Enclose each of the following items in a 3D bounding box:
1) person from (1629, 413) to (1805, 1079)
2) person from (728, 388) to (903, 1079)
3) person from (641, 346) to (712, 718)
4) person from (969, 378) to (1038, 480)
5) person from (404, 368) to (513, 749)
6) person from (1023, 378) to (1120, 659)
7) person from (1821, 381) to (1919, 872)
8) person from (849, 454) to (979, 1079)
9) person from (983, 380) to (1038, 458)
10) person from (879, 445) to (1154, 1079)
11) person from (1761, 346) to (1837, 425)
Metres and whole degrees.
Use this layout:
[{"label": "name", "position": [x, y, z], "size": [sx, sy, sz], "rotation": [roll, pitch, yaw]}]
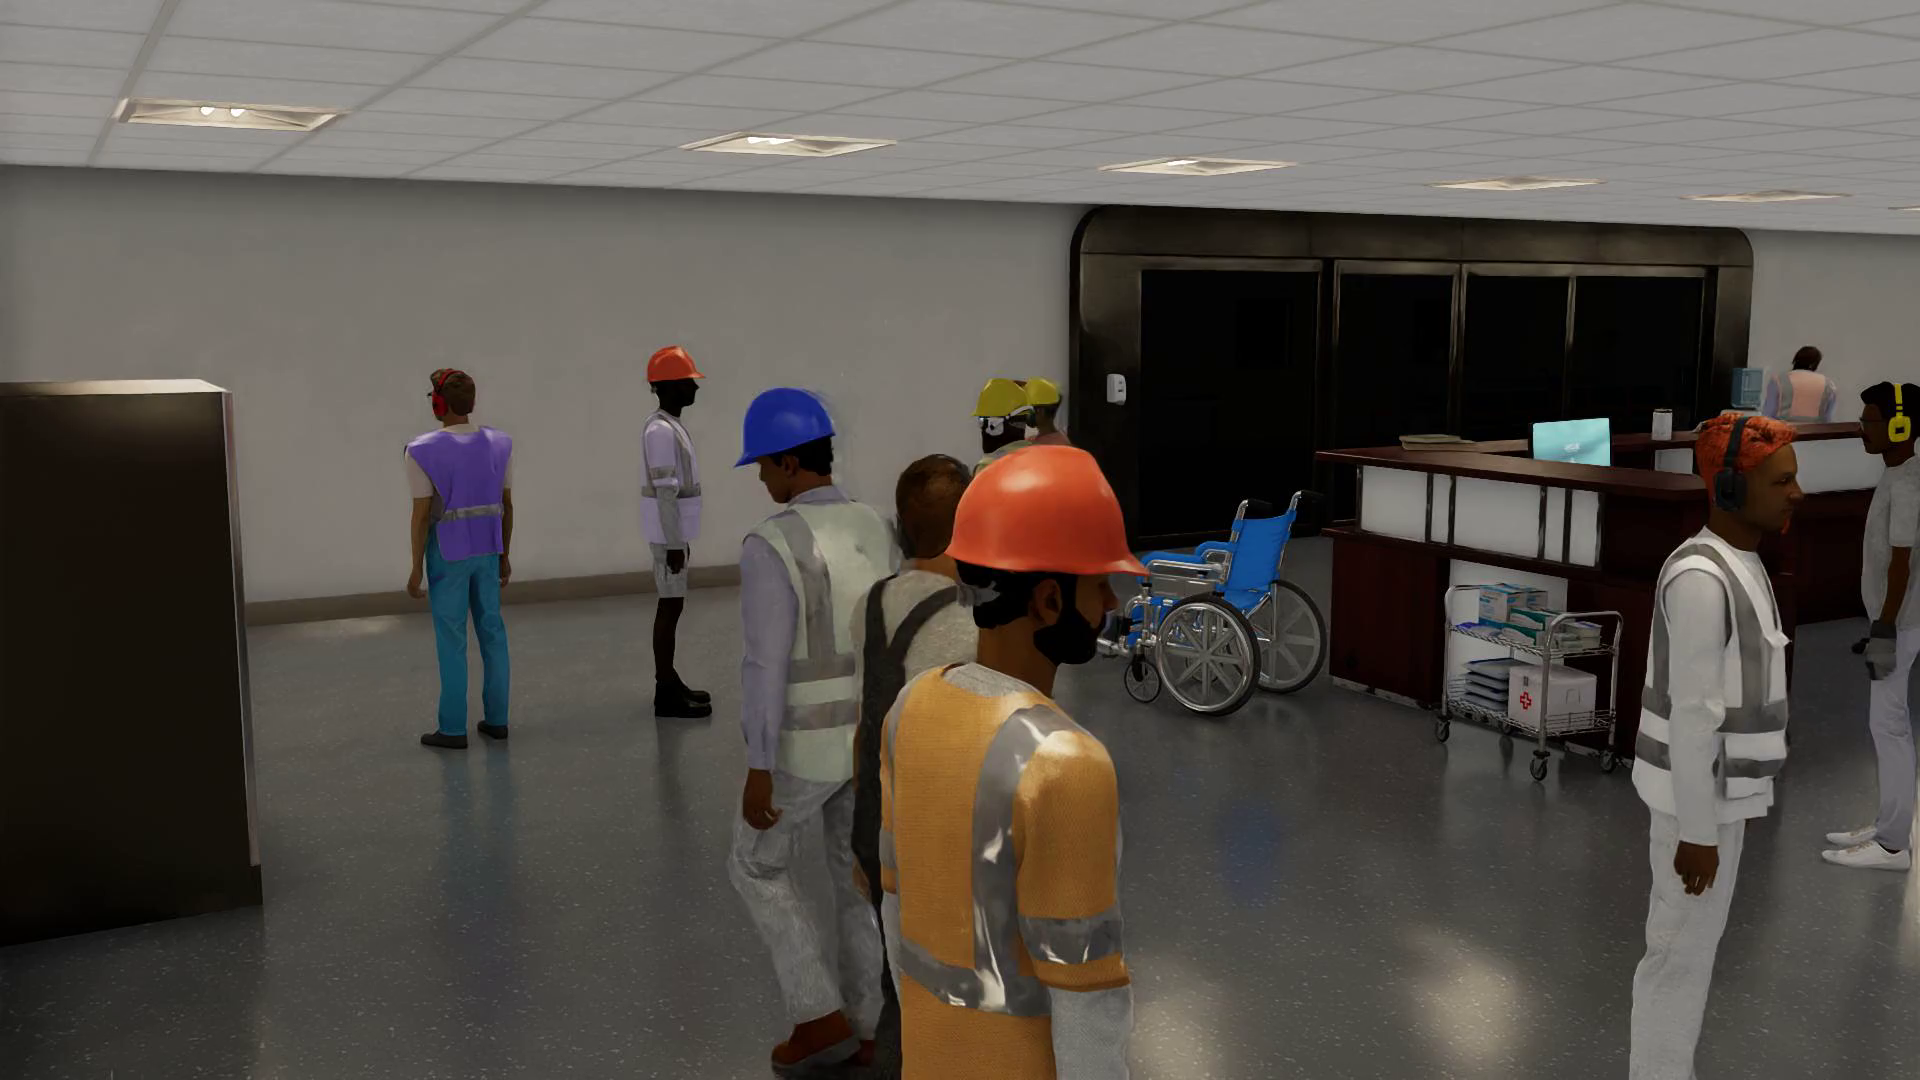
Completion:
[{"label": "person", "position": [1.833, 0.633, 4.060], "size": [0.349, 1.882, 0.577], "rotation": [5, 9, 32]}, {"label": "person", "position": [-0.386, 0.546, 4.560], "size": [0.484, 1.913, 0.657], "rotation": [6, 10, 35]}, {"label": "person", "position": [-1.495, -0.043, 8.743], "size": [0.351, 1.942, 0.545], "rotation": [-1, 8, -8]}, {"label": "person", "position": [0.215, 0.179, 7.577], "size": [0.403, 1.824, 0.595], "rotation": [5, 9, 32]}, {"label": "person", "position": [-2.416, 0.094, 8.091], "size": [0.390, 1.850, 0.565], "rotation": [7, 10, 39]}, {"label": "person", "position": [0.578, -0.087, 9.770], "size": [0.668, 1.742, 0.532], "rotation": [-3, 9, -22]}, {"label": "person", "position": [3.547, 0.329, 6.355], "size": [0.325, 1.862, 0.508], "rotation": [5, 9, 30]}, {"label": "person", "position": [-0.076, 0.719, 3.733], "size": [0.471, 1.813, 0.585], "rotation": [-7, 10, -40]}, {"label": "person", "position": [0.408, -0.349, 12.113], "size": [0.504, 1.628, 0.284], "rotation": [-2, 8, -11]}, {"label": "person", "position": [0.101, 0.824, 2.491], "size": [0.364, 1.934, 0.553], "rotation": [-4, 9, -29]}, {"label": "person", "position": [7.595, -0.864, 15.187], "size": [0.679, 1.804, 0.432], "rotation": [0, 8, 1]}]
